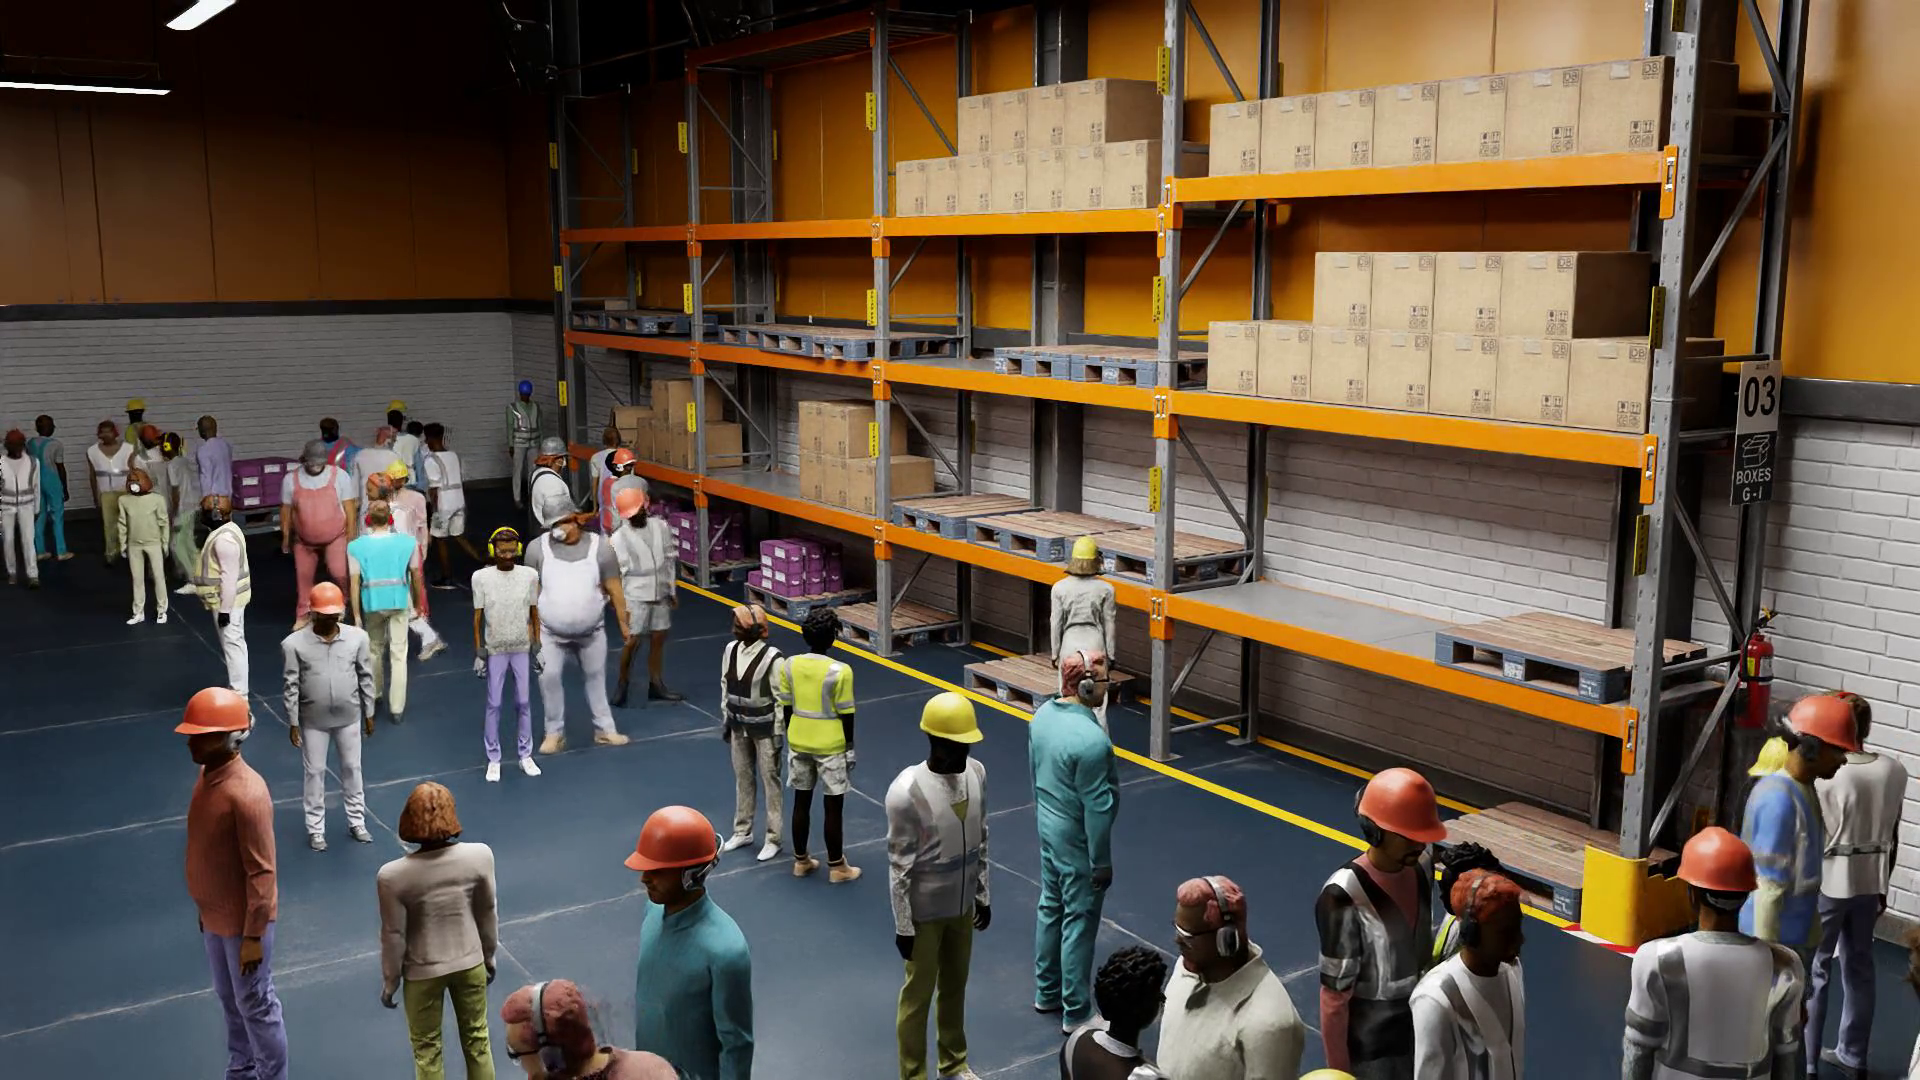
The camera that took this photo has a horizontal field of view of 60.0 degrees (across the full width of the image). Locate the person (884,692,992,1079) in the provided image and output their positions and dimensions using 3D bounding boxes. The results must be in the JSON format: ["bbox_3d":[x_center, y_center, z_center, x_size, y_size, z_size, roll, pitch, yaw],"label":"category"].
[{"bbox_3d":[-0.071,1.603,7.375,0.397,1.920,0.586,9,13,42],"label":"person"}]

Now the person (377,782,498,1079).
[{"bbox_3d":[-2.180,1.810,6.982,0.498,1.634,0.279,-7,12,-36],"label":"person"}]

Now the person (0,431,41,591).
[{"bbox_3d":[-10.835,-0.339,19.068,0.617,1.828,1.050,-7,12,-36],"label":"person"}]

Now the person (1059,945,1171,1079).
[{"bbox_3d":[0.497,2.089,5.190,0.320,1.694,0.533,-5,11,-28],"label":"person"}]

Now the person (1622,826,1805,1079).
[{"bbox_3d":[2.481,1.905,5.564,0.544,1.930,0.387,1,10,7],"label":"person"}]

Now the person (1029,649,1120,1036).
[{"bbox_3d":[0.591,1.470,8.187,0.402,1.906,0.652,-4,10,-22],"label":"person"}]

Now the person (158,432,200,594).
[{"bbox_3d":[-8.797,-0.305,18.828,0.474,1.835,0.544,0,10,-2],"label":"person"}]

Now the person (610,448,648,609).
[{"bbox_3d":[-3.589,-0.115,17.929,0.339,1.752,0.564,5,11,27],"label":"person"}]

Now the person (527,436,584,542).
[{"bbox_3d":[-4.039,-0.041,16.657,0.536,2.000,0.685,-5,11,-26],"label":"person"}]

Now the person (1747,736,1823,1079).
[{"bbox_3d":[3.546,1.709,7.213,0.340,1.761,0.525,4,10,22],"label":"person"}]

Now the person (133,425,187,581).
[{"bbox_3d":[-9.341,-0.430,19.527,0.643,1.838,0.606,7,12,35],"label":"person"}]

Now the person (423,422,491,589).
[{"bbox_3d":[-5.796,-0.387,19.026,0.708,1.936,0.617,3,10,19],"label":"person"}]

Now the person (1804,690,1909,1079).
[{"bbox_3d":[4.026,1.603,7.610,0.562,1.838,0.388,-2,10,-11],"label":"person"}]

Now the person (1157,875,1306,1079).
[{"bbox_3d":[0.803,1.975,5.267,0.400,1.895,0.652,-4,10,-20],"label":"person"}]

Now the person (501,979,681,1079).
[{"bbox_3d":[-0.958,2.105,4.663,0.986,1.847,0.704,5,11,27],"label":"person"}]

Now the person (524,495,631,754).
[{"bbox_3d":[-2.946,0.622,12.769,0.791,2.000,0.534,-3,10,-17],"label":"person"}]

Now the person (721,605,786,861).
[{"bbox_3d":[-1.299,1.206,10.525,0.515,1.636,0.314,7,12,35],"label":"person"}]

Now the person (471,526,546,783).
[{"bbox_3d":[-3.285,0.821,12.115,0.512,1.868,0.329,-5,11,-26],"label":"person"}]

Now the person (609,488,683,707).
[{"bbox_3d":[-2.686,0.483,14.065,0.664,1.886,0.399,-9,13,-44],"label":"person"}]

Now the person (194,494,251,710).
[{"bbox_3d":[-6.159,0.526,13.913,0.430,1.845,0.619,-4,10,-22],"label":"person"}]

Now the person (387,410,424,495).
[{"bbox_3d":[-7.122,-0.687,20.910,0.861,1.882,0.597,6,11,32],"label":"person"}]

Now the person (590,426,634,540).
[{"bbox_3d":[-4.037,-0.412,19.414,0.517,1.842,0.325,0,10,-1],"label":"person"}]

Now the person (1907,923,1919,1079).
[{"bbox_3d":[3.050,2.037,5.084,0.408,1.832,0.631,5,11,26],"label":"person"}]

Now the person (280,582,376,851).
[{"bbox_3d":[-4.042,1.122,10.696,0.565,1.745,0.350,-6,11,-31],"label":"person"}]

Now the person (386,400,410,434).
[{"bbox_3d":[-7.786,-1.050,23.221,0.403,1.825,0.593,-9,13,-42],"label":"person"}]

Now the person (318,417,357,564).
[{"bbox_3d":[-7.820,-0.637,20.832,0.631,1.819,0.743,2,10,13],"label":"person"}]

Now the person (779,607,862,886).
[{"bbox_3d":[-0.852,1.249,10.094,0.536,1.697,0.322,6,11,31],"label":"person"}]

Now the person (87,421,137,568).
[{"bbox_3d":[-10.417,-0.574,20.544,0.618,1.800,0.978,-3,10,-18],"label":"person"}]

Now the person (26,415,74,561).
[{"bbox_3d":[-11.426,-0.650,20.854,0.502,1.837,0.345,1,10,7],"label":"person"}]

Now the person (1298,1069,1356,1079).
[{"bbox_3d":[0.924,2.205,4.368,0.321,1.738,0.484,2,10,12],"label":"person"}]

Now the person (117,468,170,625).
[{"bbox_3d":[-8.445,0.065,17.228,0.503,1.632,0.274,-1,10,-4],"label":"person"}]

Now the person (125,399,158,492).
[{"bbox_3d":[-11.050,-0.945,22.392,0.493,1.902,0.605,2,10,11],"label":"person"}]

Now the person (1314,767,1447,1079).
[{"bbox_3d":[1.529,1.786,5.980,0.613,2.030,0.409,-9,13,-42],"label":"person"}]

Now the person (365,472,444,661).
[{"bbox_3d":[-5.255,0.272,15.415,0.956,1.846,0.590,-8,12,-39],"label":"person"}]

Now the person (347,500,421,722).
[{"bbox_3d":[-4.771,0.560,13.823,0.567,1.795,0.964,-4,10,-20],"label":"person"}]

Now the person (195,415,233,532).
[{"bbox_3d":[-8.822,-0.511,19.718,0.355,1.936,0.633,1,10,5],"label":"person"}]

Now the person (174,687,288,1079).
[{"bbox_3d":[-3.129,1.601,7.148,0.374,1.997,0.613,-9,13,-44],"label":"person"}]

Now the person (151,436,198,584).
[{"bbox_3d":[-9.199,-0.349,19.379,0.533,1.731,0.433,2,10,9],"label":"person"}]

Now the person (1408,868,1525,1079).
[{"bbox_3d":[1.629,1.966,5.342,0.359,1.883,0.573,9,13,43],"label":"person"}]

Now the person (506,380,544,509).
[{"bbox_3d":[-6.582,-1.456,25.245,0.605,1.944,0.402,-9,13,-41],"label":"person"}]

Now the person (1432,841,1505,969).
[{"bbox_3d":[1.878,1.927,6.134,0.320,1.694,0.533,0,10,1],"label":"person"}]

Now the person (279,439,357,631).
[{"bbox_3d":[-6.513,-0.078,16.875,0.758,2.000,0.552,-2,10,-13],"label":"person"}]

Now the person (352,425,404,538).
[{"bbox_3d":[-6.786,-0.404,19.328,0.677,1.863,0.870,2,10,9],"label":"person"}]

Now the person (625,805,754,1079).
[{"bbox_3d":[-0.925,1.859,5.642,0.377,1.995,0.608,-8,13,-39],"label":"person"}]

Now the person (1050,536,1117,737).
[{"bbox_3d":[0.919,0.837,12.376,0.493,1.742,0.321,1,10,7],"label":"person"}]

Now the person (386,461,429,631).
[{"bbox_3d":[-5.653,0.065,16.878,0.523,1.759,0.350,0,10,1],"label":"person"}]
